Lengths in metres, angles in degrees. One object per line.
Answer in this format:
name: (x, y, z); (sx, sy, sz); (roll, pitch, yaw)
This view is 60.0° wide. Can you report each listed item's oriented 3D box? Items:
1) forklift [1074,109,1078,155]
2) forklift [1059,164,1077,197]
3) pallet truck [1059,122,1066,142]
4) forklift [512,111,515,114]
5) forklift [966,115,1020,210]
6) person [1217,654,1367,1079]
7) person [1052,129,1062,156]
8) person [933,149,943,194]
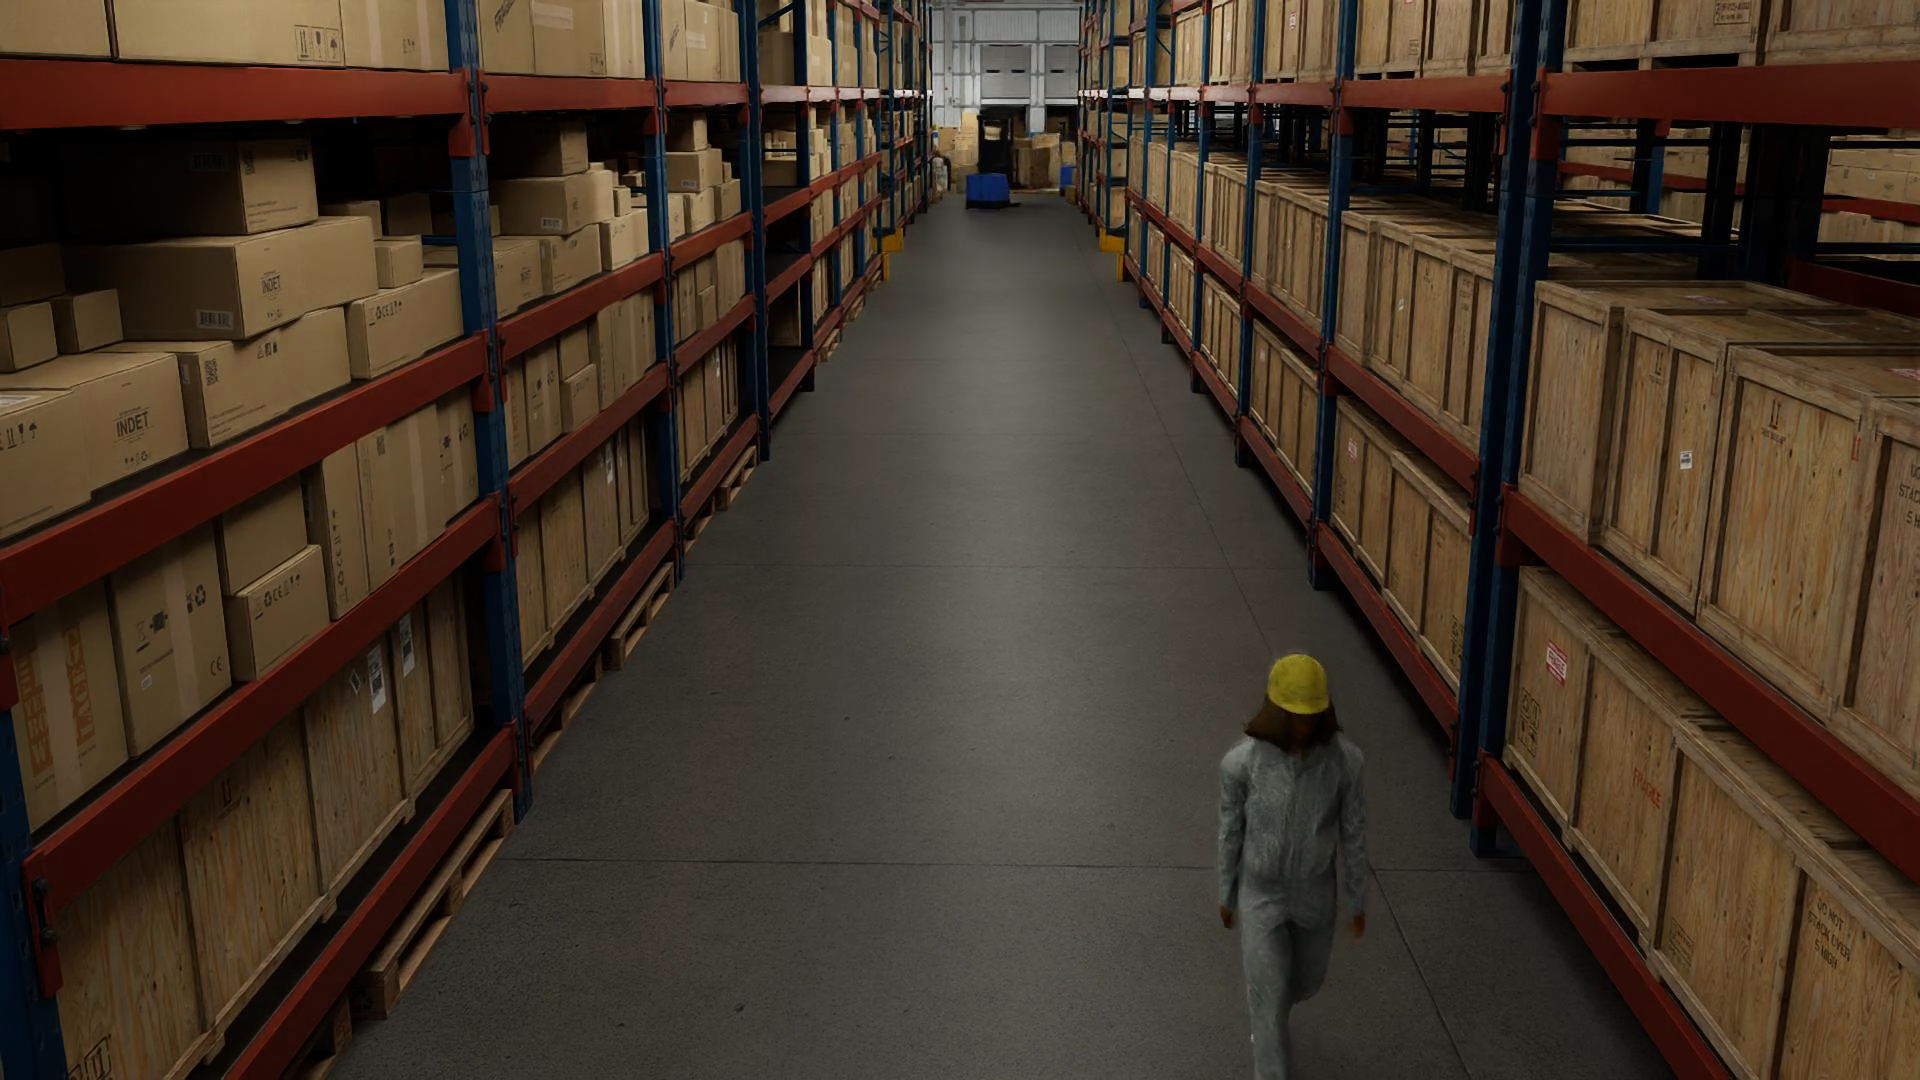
forklift: (5.346, -17.067, 71.294); (1.129, 2.768, 1.873); (9, 17, 29)
forklift: (4.306, -12.978, 56.077); (1.873, 2.768, 1.129); (0, 15, 1)
pallet truck: (5.788, -21.111, 88.014); (1.885, 1.965, 0.823); (5, 16, 18)
forklift: (-18.284, -16.624, 69.644); (1.129, 2.768, 1.873); (0, 15, 1)
forklift: (0.988, -11.512, 50.625); (1.129, 2.768, 1.873); (6, 16, 22)
person: (1.103, 1.167, 5.657); (0.492, 1.715, 0.798); (-1, 15, -4)
person: (4.397, -17.702, 75.530); (0.632, 1.898, 0.847); (-8, 17, -26)
person: (-0.772, -12.288, 55.875); (0.539, 1.625, 0.446); (-11, 19, -36)
